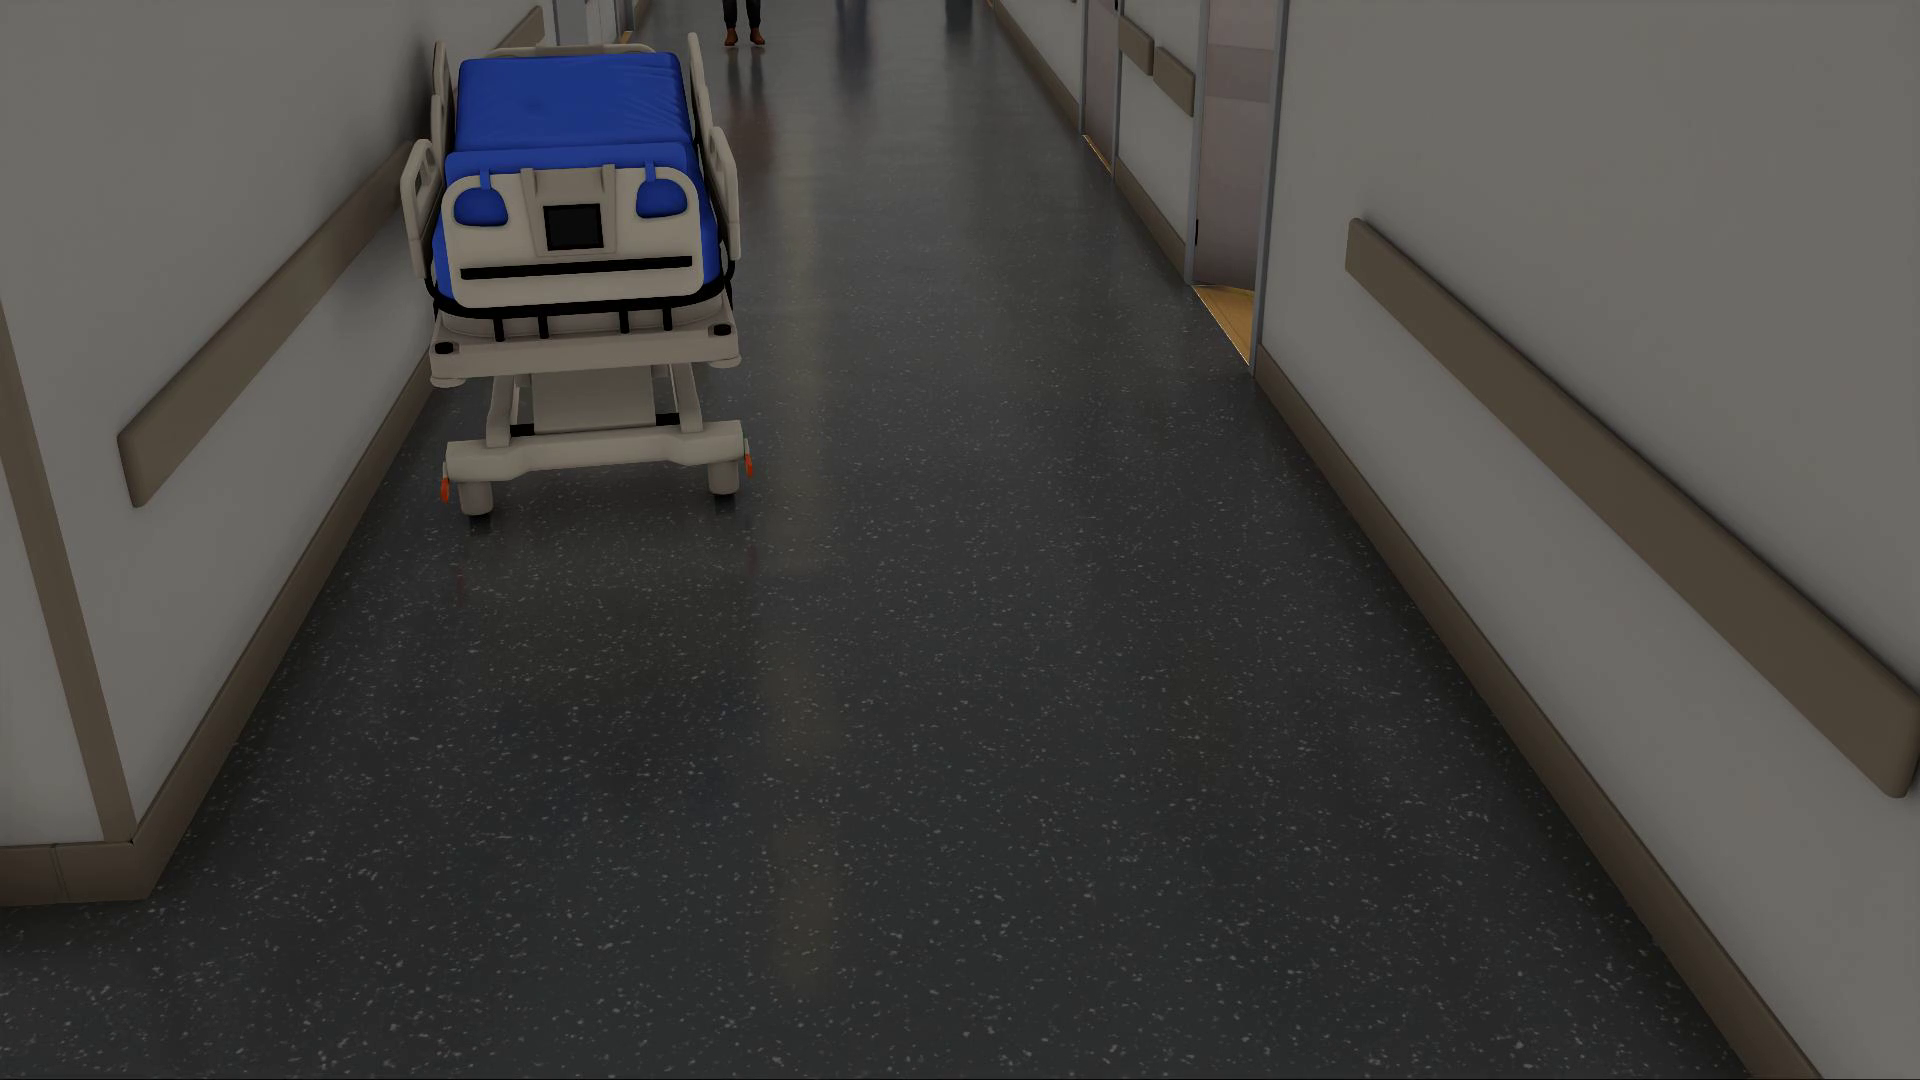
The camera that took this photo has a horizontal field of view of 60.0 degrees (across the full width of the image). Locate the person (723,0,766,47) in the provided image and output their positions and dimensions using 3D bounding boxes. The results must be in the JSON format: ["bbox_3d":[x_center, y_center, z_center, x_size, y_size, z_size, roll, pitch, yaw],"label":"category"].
[{"bbox_3d":[-1.901,-5.184,14.375,0.596,1.726,0.747,-6,26,-12],"label":"person"}]
